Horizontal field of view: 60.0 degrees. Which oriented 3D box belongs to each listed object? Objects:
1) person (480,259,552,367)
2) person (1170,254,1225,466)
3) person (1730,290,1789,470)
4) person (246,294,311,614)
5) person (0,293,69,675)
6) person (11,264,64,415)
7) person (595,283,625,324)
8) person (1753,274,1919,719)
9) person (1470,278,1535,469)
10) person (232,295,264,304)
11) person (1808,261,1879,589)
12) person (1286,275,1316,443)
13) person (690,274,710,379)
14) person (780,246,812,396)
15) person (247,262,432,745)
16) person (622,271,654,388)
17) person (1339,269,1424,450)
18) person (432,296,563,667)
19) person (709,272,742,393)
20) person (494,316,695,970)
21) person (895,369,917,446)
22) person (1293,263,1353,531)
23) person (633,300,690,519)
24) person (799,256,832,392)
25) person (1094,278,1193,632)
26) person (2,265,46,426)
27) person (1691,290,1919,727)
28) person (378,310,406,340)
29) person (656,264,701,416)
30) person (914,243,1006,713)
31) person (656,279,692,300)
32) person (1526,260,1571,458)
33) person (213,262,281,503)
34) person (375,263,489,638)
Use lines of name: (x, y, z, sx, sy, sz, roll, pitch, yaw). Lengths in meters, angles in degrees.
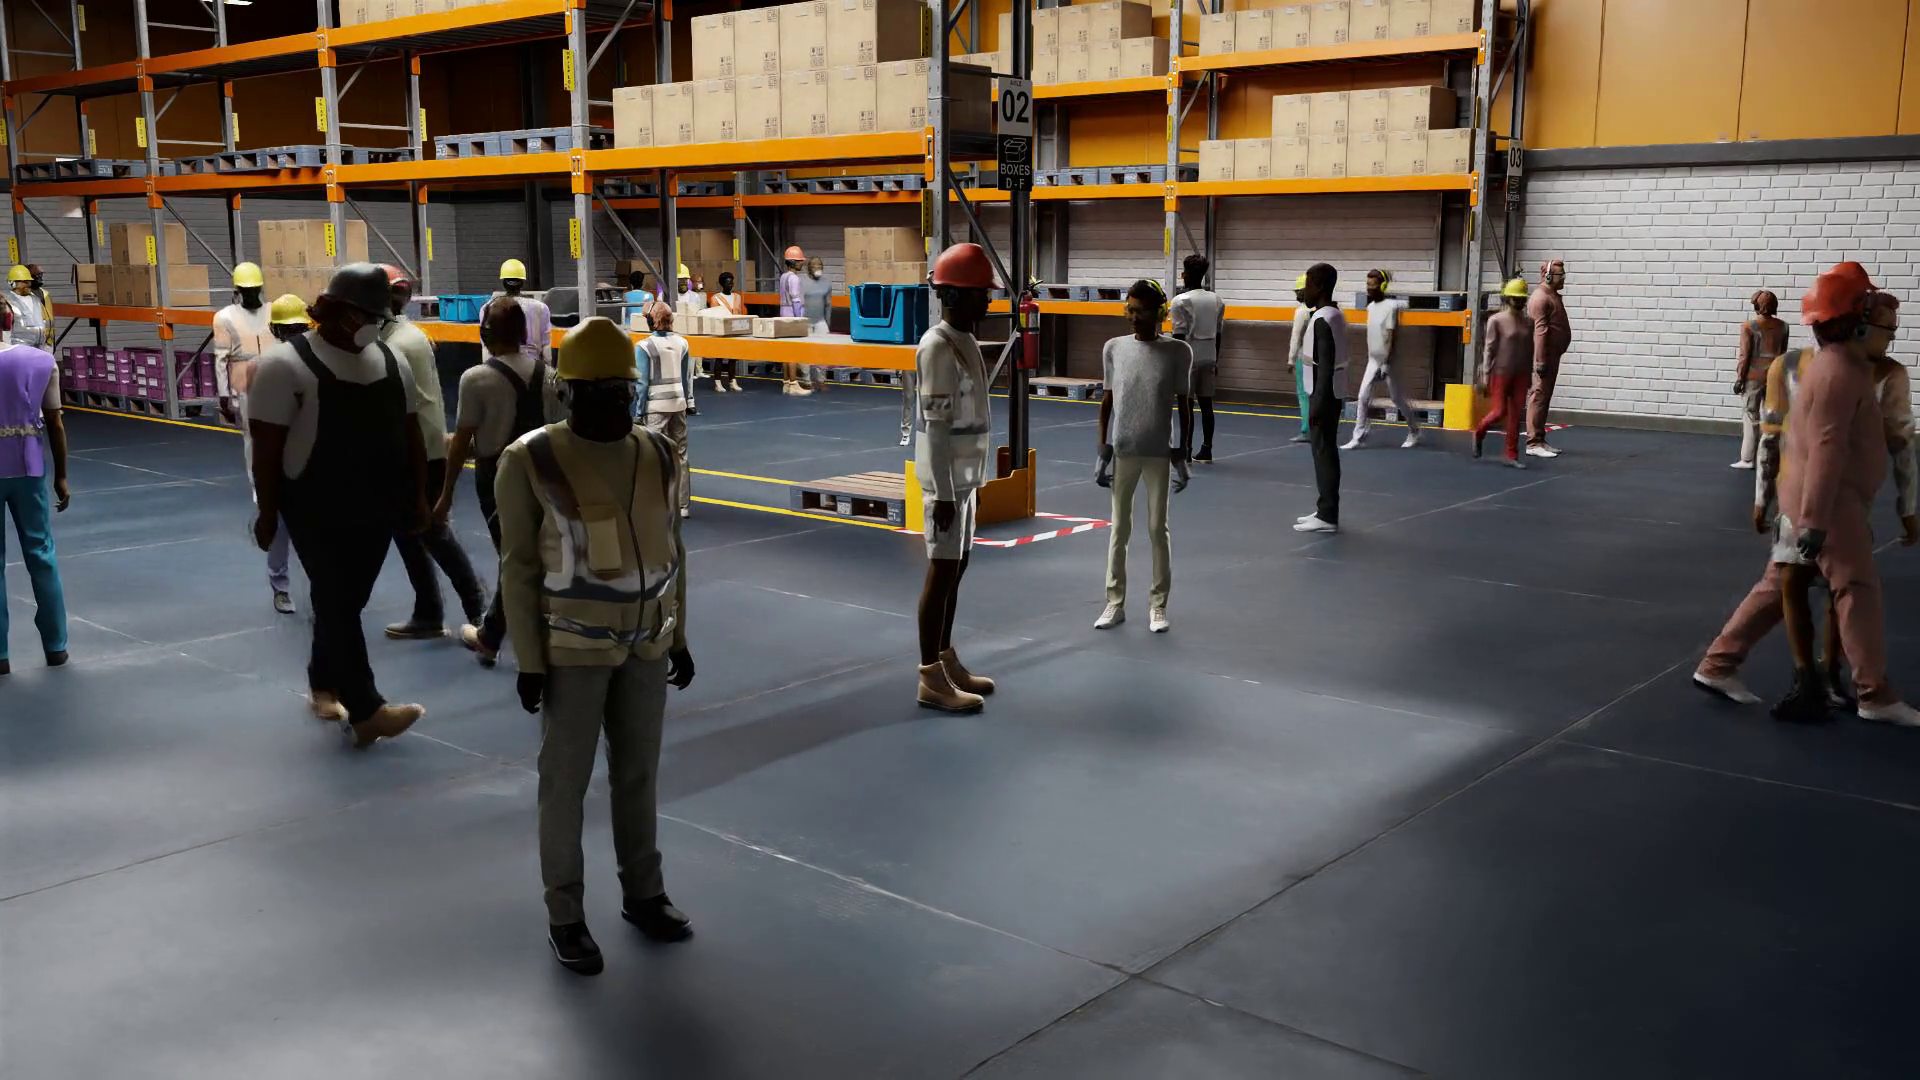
person: (-3.747, -1.400, 14.077, 0.588, 1.927, 0.370, -5, 11, -24)
person: (2.176, -1.666, 15.480, 0.607, 1.966, 0.367, -7, 12, -34)
person: (7.318, -1.456, 15.212, 0.523, 1.638, 0.310, -3, 10, -16)
person: (-3.702, -0.483, 9.316, 0.311, 1.768, 0.532, 8, 13, 39)
person: (-4.557, -0.278, 7.924, 0.573, 1.841, 0.374, -9, 13, -42)
person: (-11.069, -2.381, 19.946, 0.430, 1.836, 0.618, 2, 10, 11)
person: (-4.213, -2.198, 19.509, 0.524, 1.618, 0.657, -6, 12, -30)
person: (3.767, -0.177, 7.167, 0.626, 1.909, 0.607, 5, 11, 24)
person: (5.043, -1.541, 15.371, 0.539, 1.752, 0.538, -4, 11, -21)
person: (-10.263, -3.015, 24.108, 0.499, 1.633, 0.280, -9, 13, -41)
person: (5.234, -0.686, 9.971, 0.350, 1.942, 0.545, 7, 12, 35)
person: (3.615, -1.881, 17.324, 0.405, 1.748, 0.557, 8, 12, 37)
person: (-4.096, -3.313, 25.840, 0.282, 1.626, 0.491, 6, 12, 31)
person: (-2.278, -3.008, 22.903, 0.371, 2.043, 0.609, -4, 11, -22)
person: (-2.541, -0.207, 6.962, 0.904, 2.000, 0.701, 6, 12, 31)
person: (-4.624, -3.020, 23.950, 0.531, 1.698, 0.320, 1, 10, 6)
person: (4.305, -1.810, 16.749, 0.952, 1.829, 0.493, -5, 11, -27)
person: (-2.135, -0.218, 7.702, 0.946, 1.795, 0.542, 8, 13, 37)
person: (-3.279, -2.914, 23.385, 0.536, 1.690, 0.322, -10, 14, -44)
person: (-1.013, 0.284, 4.758, 0.588, 1.833, 0.404, -9, 14, -43)
person: (-0.425, -1.780, 17.064, 0.503, 1.636, 0.277, -1, 10, -5)
person: (2.615, -1.015, 11.911, 0.371, 1.916, 0.597, 3, 10, 18)
person: (-2.197, -0.942, 12.285, 0.309, 1.640, 0.514, 7, 12, 36)
person: (-2.057, -3.021, 23.368, 0.634, 1.914, 0.599, -5, 11, -29)
person: (0.963, -0.440, 8.792, 0.518, 1.865, 0.327, 3, 10, 16)
person: (-10.538, -2.177, 18.770, 0.404, 1.832, 0.600, 2, 10, 12)
person: (3.707, -0.146, 7.169, 0.953, 1.859, 0.656, 3, 11, 18)
person: (-4.570, -1.231, 13.244, 0.356, 1.883, 0.572, 3, 11, 19)
person: (-3.348, -2.390, 19.978, 0.586, 1.835, 0.403, -8, 13, -38)
person: (0.004, -0.273, 7.328, 0.393, 2.041, 0.613, 2, 10, 12)
person: (-4.272, -3.315, 24.950, 0.545, 1.938, 0.357, -3, 10, -15)
person: (5.734, -1.765, 16.215, 0.407, 1.908, 0.641, 5, 11, 27)
person: (-5.528, -1.223, 13.114, 0.611, 1.904, 0.638, -5, 11, -27)
person: (-2.747, -0.438, 8.557, 0.576, 1.947, 0.732, -7, 12, -33)
